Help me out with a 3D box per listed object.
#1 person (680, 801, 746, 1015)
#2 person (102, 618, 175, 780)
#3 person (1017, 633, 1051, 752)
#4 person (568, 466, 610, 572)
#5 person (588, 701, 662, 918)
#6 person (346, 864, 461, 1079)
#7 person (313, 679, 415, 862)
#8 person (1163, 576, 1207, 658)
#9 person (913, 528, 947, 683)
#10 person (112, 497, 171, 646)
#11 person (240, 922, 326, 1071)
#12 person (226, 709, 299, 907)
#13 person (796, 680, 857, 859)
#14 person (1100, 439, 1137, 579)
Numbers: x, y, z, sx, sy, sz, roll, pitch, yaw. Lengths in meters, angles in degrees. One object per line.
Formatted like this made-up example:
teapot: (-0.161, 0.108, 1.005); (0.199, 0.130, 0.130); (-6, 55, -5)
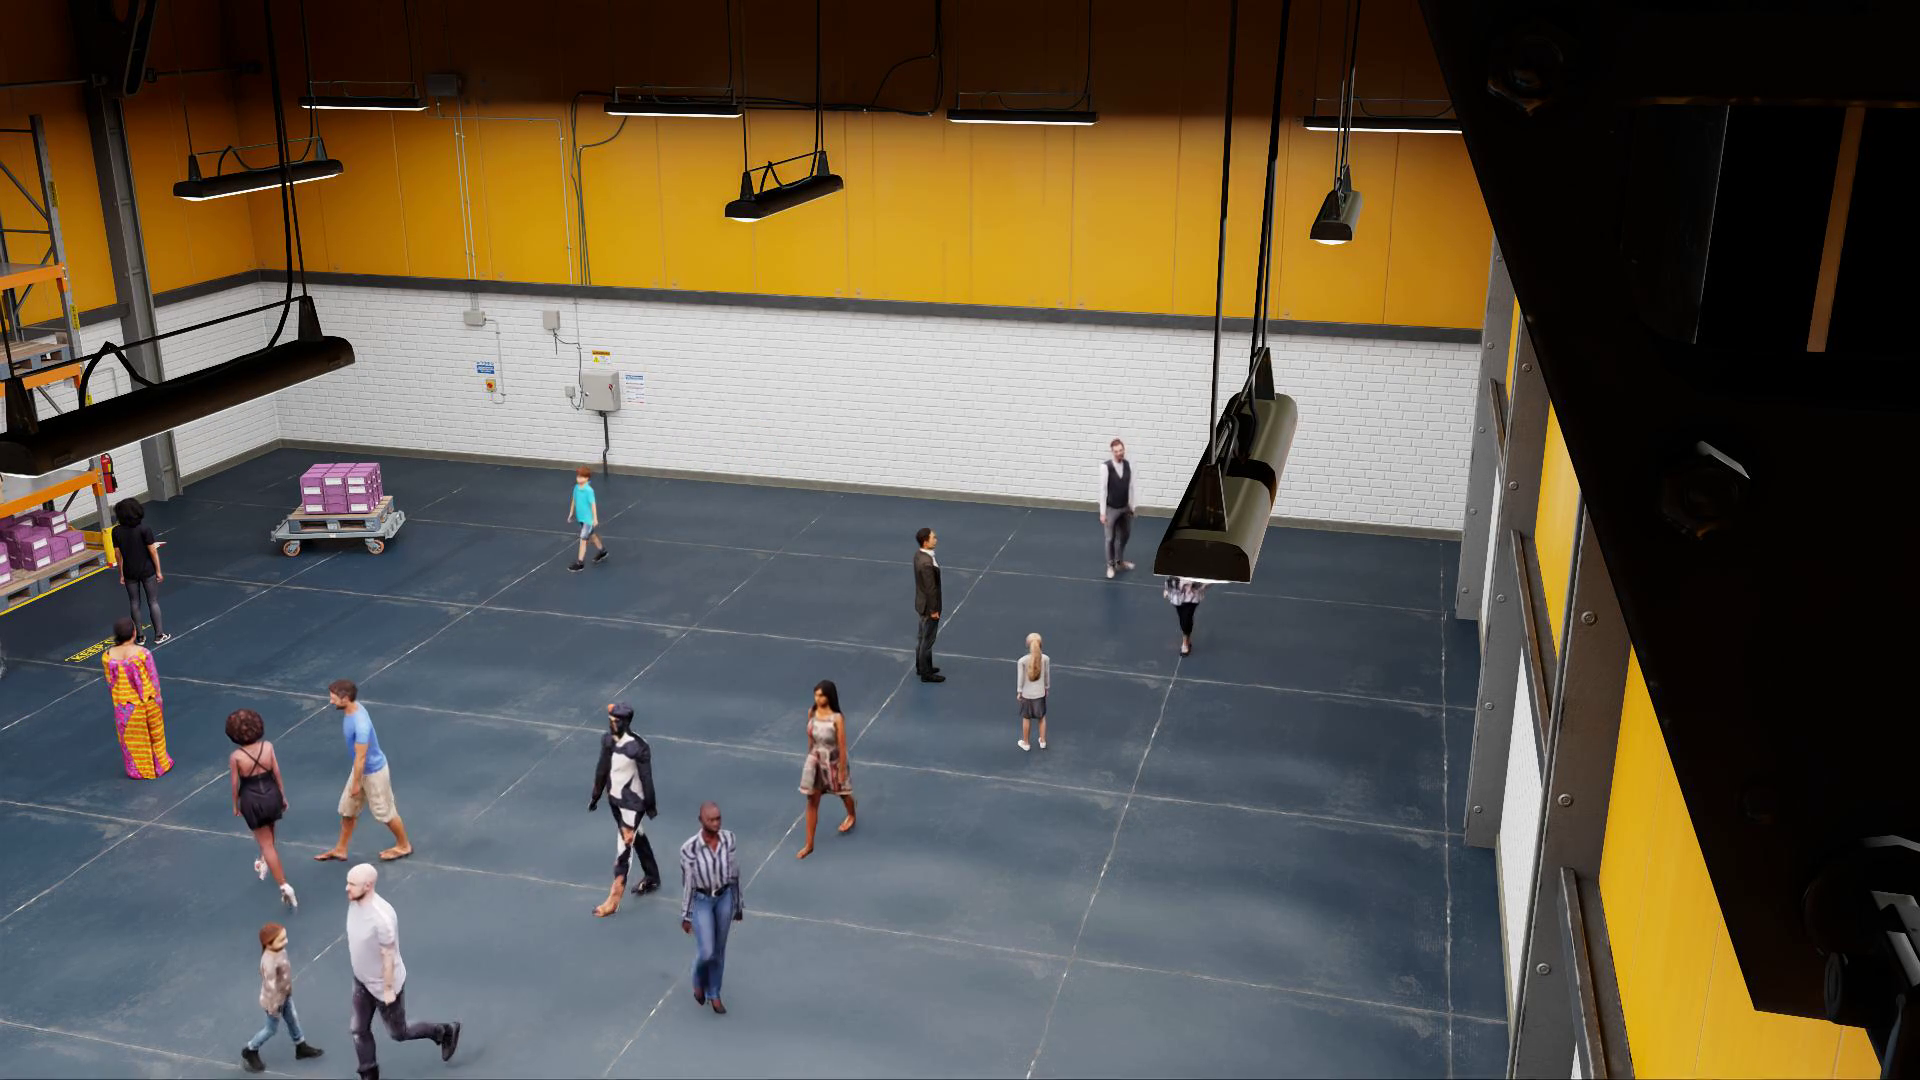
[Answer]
person: (-1.960, 2.797, 12.767); (0.765, 1.780, 0.848); (-14, 23, -36)
person: (-8.240, 1.546, 16.623); (0.745, 1.691, 0.775); (-2, 19, -7)
person: (0.763, 1.562, 17.223); (0.594, 1.278, 0.635); (-5, 19, -14)
person: (-5.030, -0.324, 22.601); (0.838, 1.418, 1.040); (17, 25, 41)
person: (-2.793, 2.235, 14.319); (0.998, 1.854, 1.193); (17, 25, 41)
person: (-4.034, 3.106, 11.822); (1.003, 1.798, 1.242); (16, 25, 40)
person: (-5.205, 2.054, 14.904); (1.172, 1.824, 1.102); (-10, 21, -27)
person: (2.709, 0.549, 19.704); (0.706, 1.613, 0.744); (10, 21, 27)
person: (-0.376, 0.719, 18.899); (0.810, 1.805, 0.672); (-5, 19, -14)
person: (-9.833, 0.363, 19.904); (0.708, 1.838, 0.676); (-3, 19, -9)
person: (-5.036, 3.325, 12.144); (0.705, 1.177, 0.792); (-1, 19, -2)
person: (-5.937, 2.340, 14.205); (1.132, 1.728, 1.011); (-17, 25, -41)
person: (-1.156, 2.045, 15.286); (0.799, 1.597, 1.169); (11, 21, 28)
person: (2.073, -0.432, 22.167); (0.943, 1.901, 0.984); (-12, 22, -31)
